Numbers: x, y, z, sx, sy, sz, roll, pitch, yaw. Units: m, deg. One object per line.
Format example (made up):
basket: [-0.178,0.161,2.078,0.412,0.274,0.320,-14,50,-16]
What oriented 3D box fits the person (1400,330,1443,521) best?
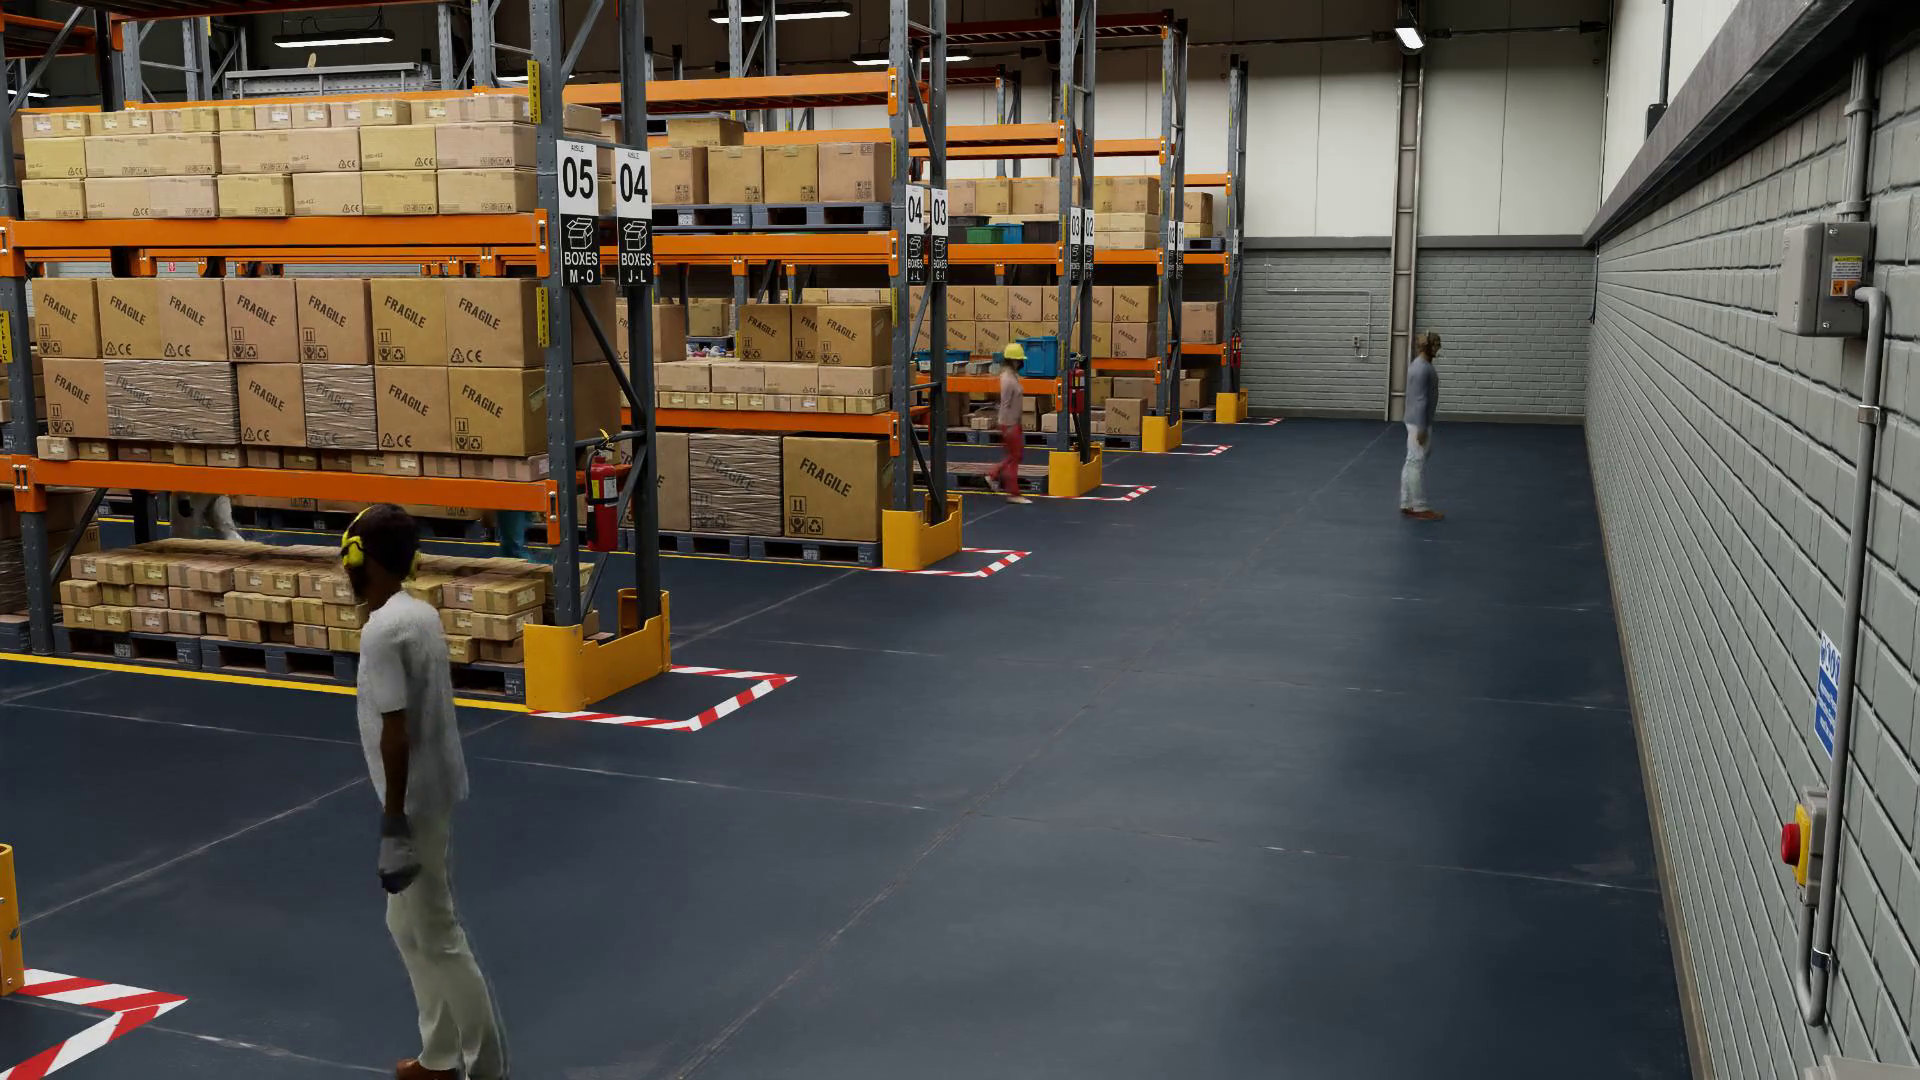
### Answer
person: [4.714,-1.173,16.968,0.371,1.937,0.634,2,9,15]

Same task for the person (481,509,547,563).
person: [-3.139,-0.293,11.872,0.859,1.812,0.579,5,10,26]

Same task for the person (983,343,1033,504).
person: [0.537,-1.262,18.059,0.492,1.752,0.546,2,9,12]

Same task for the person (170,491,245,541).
person: [-5.616,-0.385,12.468,0.868,1.814,0.637,3,9,16]

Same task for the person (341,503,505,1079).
person: [-1.584,0.814,4.930,0.473,1.832,0.609,-1,9,-8]
